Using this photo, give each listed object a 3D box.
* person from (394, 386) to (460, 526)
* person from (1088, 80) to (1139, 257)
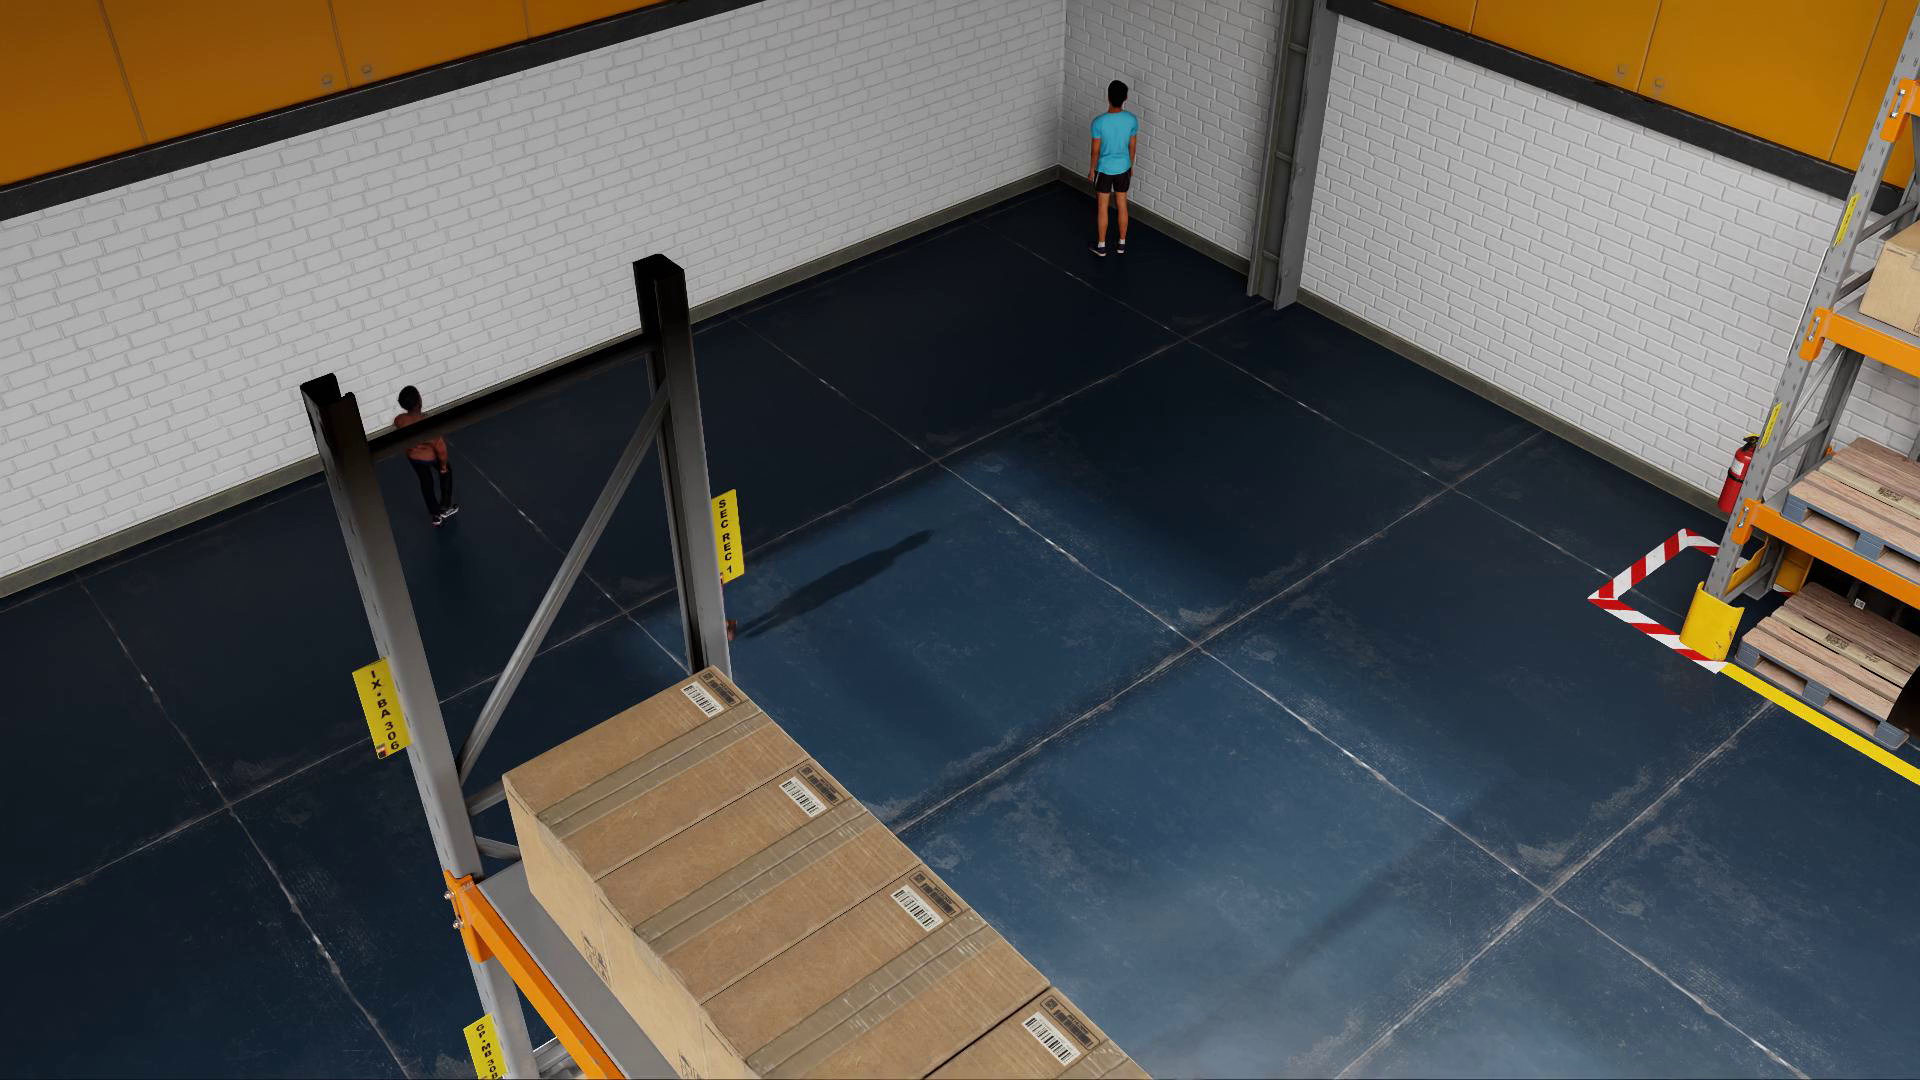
[{"bbox_3d":[-4.159,-0.624,12.865,0.603,1.248,0.652,1,39,1],"label":"person"},{"bbox_3d":[1.492,-3.604,16.173,0.688,1.776,0.673,-9,39,-11],"label":"person"}]
